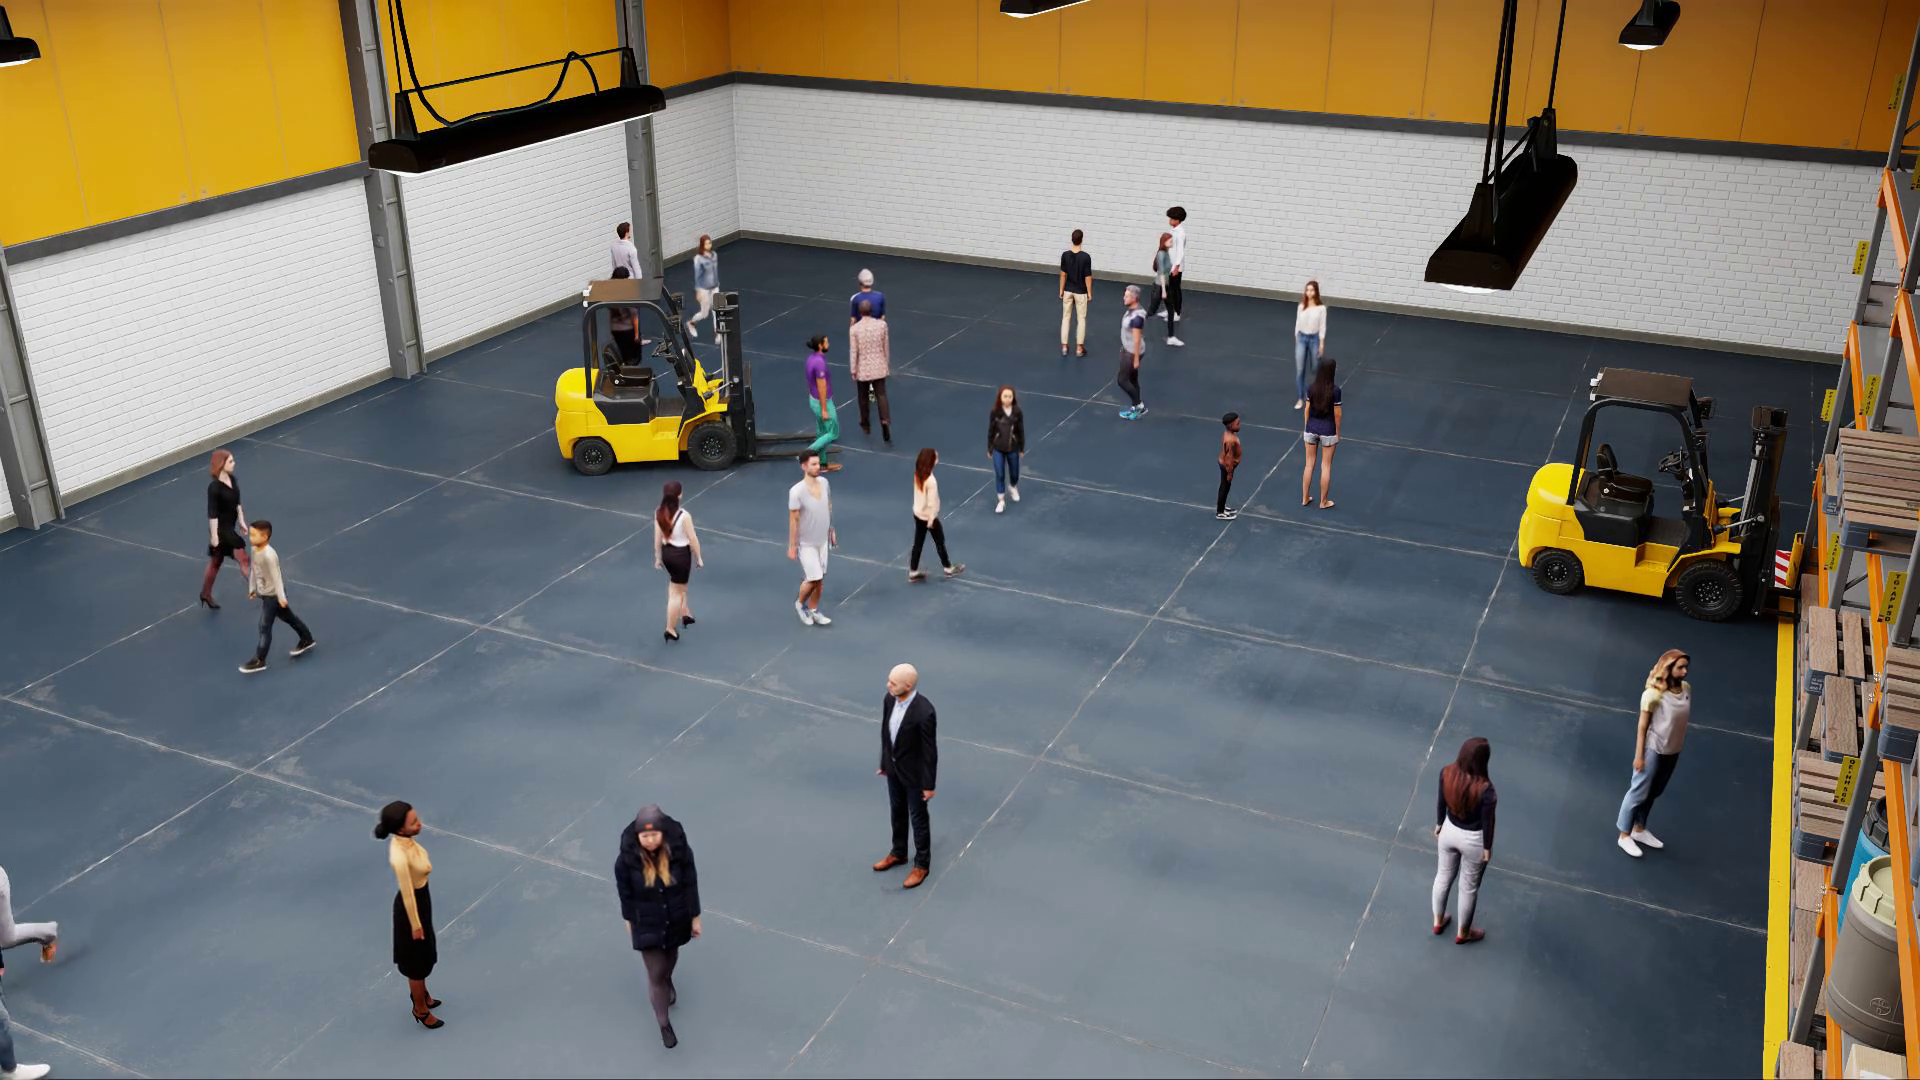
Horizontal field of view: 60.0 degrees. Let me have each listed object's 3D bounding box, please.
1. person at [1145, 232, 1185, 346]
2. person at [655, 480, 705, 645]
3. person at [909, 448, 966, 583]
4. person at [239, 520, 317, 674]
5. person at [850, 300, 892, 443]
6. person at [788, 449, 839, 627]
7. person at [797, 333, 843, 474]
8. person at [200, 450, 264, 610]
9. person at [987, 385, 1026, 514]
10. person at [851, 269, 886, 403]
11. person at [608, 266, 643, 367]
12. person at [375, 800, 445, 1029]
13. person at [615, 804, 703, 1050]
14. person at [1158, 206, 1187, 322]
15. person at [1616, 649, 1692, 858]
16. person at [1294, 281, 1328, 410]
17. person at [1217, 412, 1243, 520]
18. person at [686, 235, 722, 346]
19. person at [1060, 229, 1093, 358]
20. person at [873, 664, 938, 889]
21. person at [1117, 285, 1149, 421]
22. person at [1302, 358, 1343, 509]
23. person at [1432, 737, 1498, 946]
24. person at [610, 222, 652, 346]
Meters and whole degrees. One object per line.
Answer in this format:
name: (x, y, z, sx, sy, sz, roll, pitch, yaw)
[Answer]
person: (2.915, -3.722, 24.821, 0.631, 1.704, 1.041, 10, 25, 21)
person: (-2.748, 0.242, 15.848, 0.565, 1.626, 0.753, 10, 26, 22)
person: (-0.403, -0.240, 17.162, 0.938, 1.457, 0.830, -14, 27, -29)
person: (-6.360, 0.485, 15.539, 1.054, 1.429, 0.808, -21, 31, -39)
person: (-1.104, -2.133, 21.082, 1.058, 1.786, 1.147, -7, 25, -15)
person: (-1.512, -0.029, 16.196, 0.838, 1.844, 0.698, 17, 29, 34)
person: (-1.741, -1.605, 19.906, 0.942, 1.761, 0.889, -7, 24, -15)
person: (-7.380, -0.056, 16.495, 0.979, 1.654, 1.048, 1, 24, 2)
person: (0.521, -1.078, 19.058, 0.735, 1.474, 0.831, 0, 24, 1)
person: (-1.206, -2.706, 22.342, 0.896, 1.826, 0.967, -7, 25, -16)
person: (-4.578, -2.759, 22.469, 0.667, 1.823, 0.934, 13, 27, 27)
person: (-3.551, 2.422, 10.828, 0.725, 1.653, 0.653, -6, 24, -14)
person: (-1.956, 2.420, 10.866, 1.080, 1.626, 1.130, -9, 25, -19)
person: (3.376, -4.353, 26.130, 0.775, 1.810, 0.689, -5, 24, -12)
person: (5.293, 1.595, 12.634, 0.669, 1.722, 0.769, -13, 27, -27)
person: (4.714, -2.654, 22.358, 0.565, 1.718, 0.897, 11, 26, 23)
person: (3.026, -0.853, 18.819, 0.626, 1.253, 0.500, 2, 24, 6)
person: (-3.836, -3.743, 24.902, 0.864, 1.677, 1.021, 18, 29, 35)
person: (1.698, -3.633, 24.432, 0.644, 1.851, 0.557, 9, 25, 20)
person: (-0.380, 1.697, 12.308, 0.720, 1.797, 0.759, -21, 31, -40)
person: (2.357, -2.438, 21.748, 0.862, 1.811, 0.743, 0, 24, 0)
person: (4.129, -1.226, 19.035, 0.606, 1.764, 0.559, 14, 27, 29)
person: (3.540, 2.089, 11.646, 0.656, 1.607, 0.673, -19, 30, -37)
person: (-4.972, -3.838, 24.902, 0.714, 1.852, 0.618, 15, 28, 31)
